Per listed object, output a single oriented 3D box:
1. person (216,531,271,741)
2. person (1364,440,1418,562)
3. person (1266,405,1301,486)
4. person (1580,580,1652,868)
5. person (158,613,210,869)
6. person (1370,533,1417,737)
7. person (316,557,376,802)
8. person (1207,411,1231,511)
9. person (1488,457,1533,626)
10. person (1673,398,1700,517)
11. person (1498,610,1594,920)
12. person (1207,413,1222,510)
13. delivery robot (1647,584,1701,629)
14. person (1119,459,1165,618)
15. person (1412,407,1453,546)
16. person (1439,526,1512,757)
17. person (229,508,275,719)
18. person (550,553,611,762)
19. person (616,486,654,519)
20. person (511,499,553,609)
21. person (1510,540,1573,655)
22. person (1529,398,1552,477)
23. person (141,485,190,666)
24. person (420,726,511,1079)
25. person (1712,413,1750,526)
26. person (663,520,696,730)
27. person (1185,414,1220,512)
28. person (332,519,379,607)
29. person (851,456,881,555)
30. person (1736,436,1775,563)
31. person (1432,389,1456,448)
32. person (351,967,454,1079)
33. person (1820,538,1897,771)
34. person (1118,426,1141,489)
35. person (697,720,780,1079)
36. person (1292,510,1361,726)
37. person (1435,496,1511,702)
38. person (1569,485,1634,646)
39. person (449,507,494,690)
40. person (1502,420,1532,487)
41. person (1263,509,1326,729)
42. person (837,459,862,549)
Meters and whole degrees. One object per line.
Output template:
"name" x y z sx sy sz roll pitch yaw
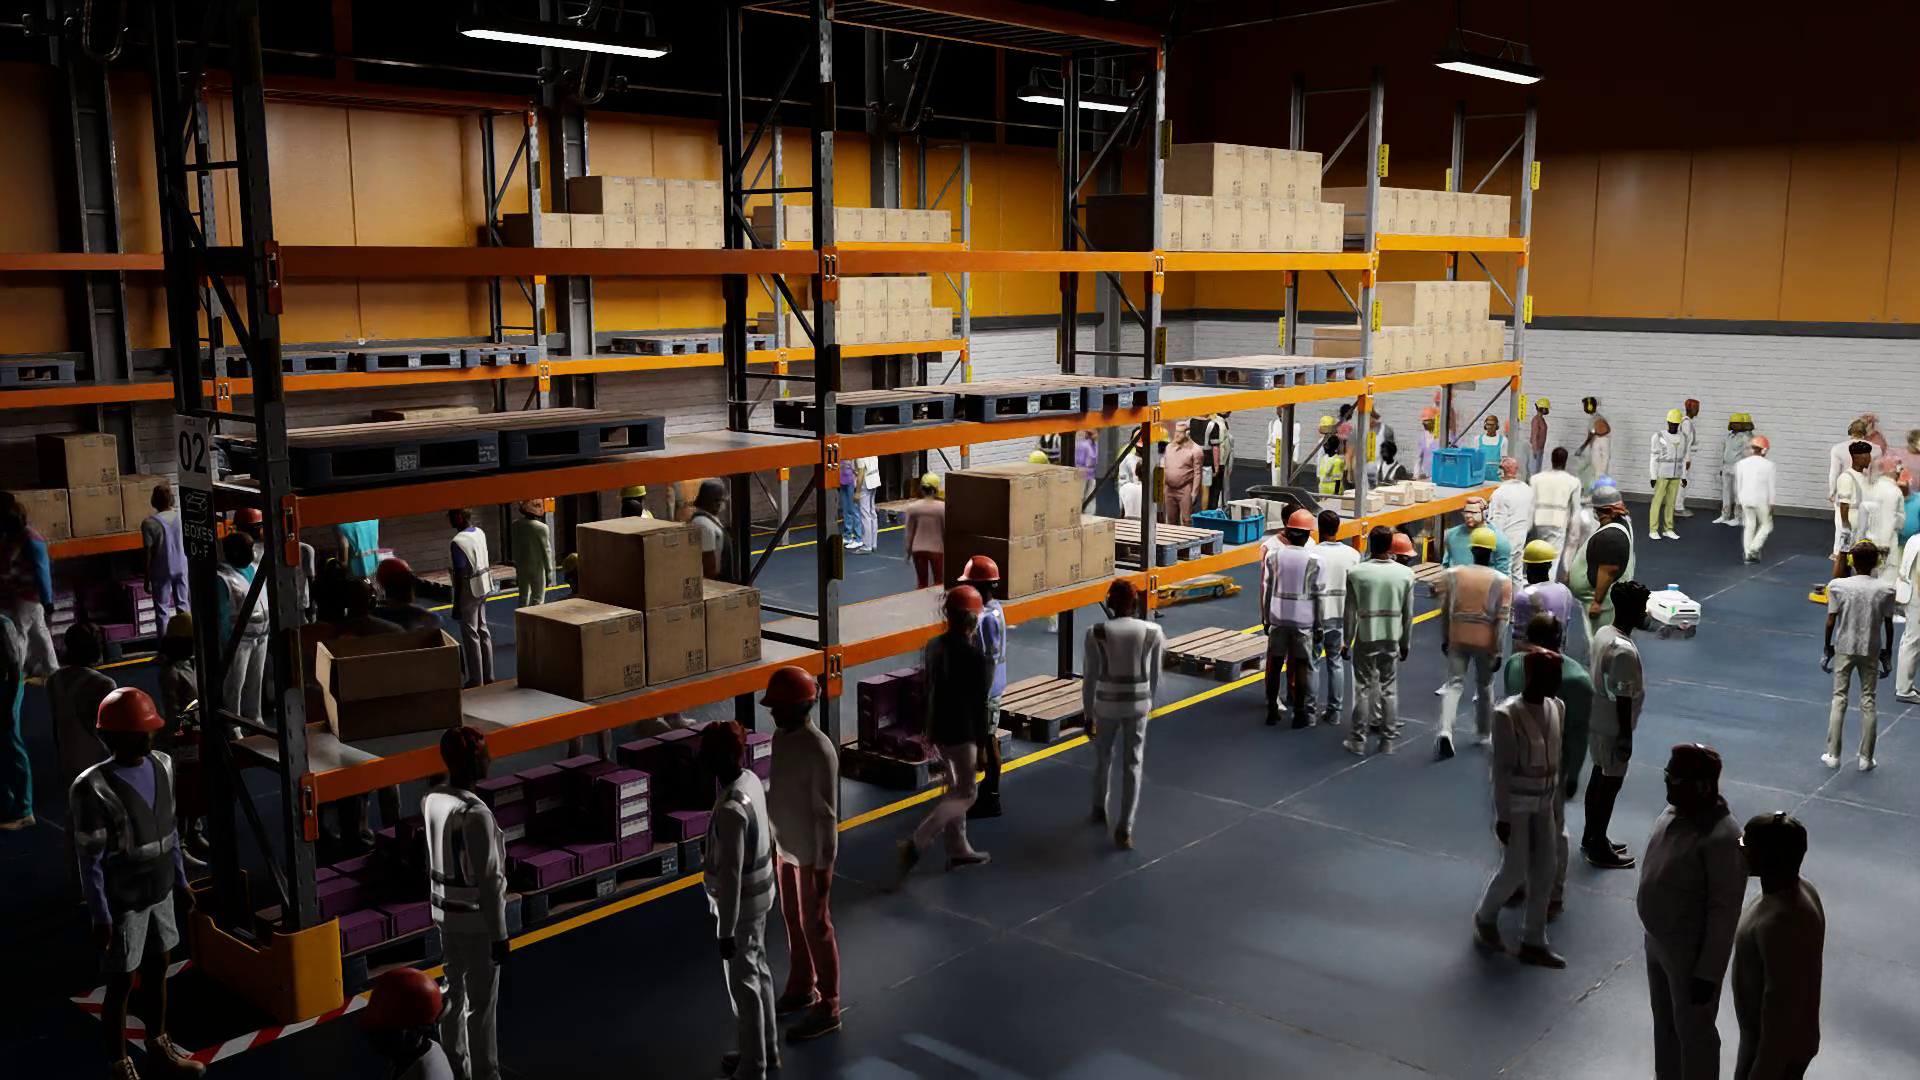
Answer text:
"person" -5.976 0.837 13.885 0.429 1.840 0.631 2 10 14
"person" 5.894 -0.534 22.601 0.795 1.661 0.529 -6 11 -34
"person" 5.089 -1.245 26.208 0.576 1.878 0.360 9 13 42
"person" 4.418 1.227 11.223 0.371 1.958 0.598 1 10 5
"person" -5.194 1.341 11.207 0.341 1.736 0.486 -1 10 -4
"person" 3.738 0.804 14.342 0.343 1.749 0.573 4 10 22
"person" -4.669 1.052 12.558 0.327 1.859 0.510 3 10 18
"person" 4.017 -1.217 25.726 0.412 1.986 0.619 0 10 -1
"person" 6.070 0.030 18.522 0.643 1.903 0.399 -8 12 -39
"person" 11.639 -1.325 26.665 0.349 1.882 0.577 3 10 19
"person" 3.600 1.380 10.352 0.358 1.938 0.634 -6 11 -34
"person" 4.123 -1.272 27.130 0.324 1.626 0.522 0 10 3
"delivery robot" 7.750 0.727 18.095 0.477 0.478 0.707 0 10 -2
"person" 2.074 -0.014 18.949 0.571 1.845 0.382 6 11 34
"person" 6.732 -0.910 23.832 0.947 1.992 0.617 -4 10 -21
"person" 4.225 0.837 13.765 0.596 1.896 0.868 5 11 29
"person" -6.282 0.632 14.863 0.387 1.928 0.548 3 10 16
"person" -3.021 0.978 13.270 0.522 1.768 0.313 -6 11 -33
"person" -3.211 0.339 16.644 0.408 1.918 0.584 -2 10 -9
"person" -4.521 0.325 17.597 0.506 1.624 0.288 5 11 27
"person" 4.491 0.955 12.969 0.582 1.919 0.400 -6 11 -32
"person" 9.861 -1.539 28.324 0.342 1.761 0.525 6 11 34
"person" -7.973 0.358 16.777 0.353 1.835 0.516 8 12 39
"person" -2.334 1.809 7.954 0.574 1.885 0.356 9 13 43
"person" 11.940 -1.093 25.689 0.284 1.746 0.491 -4 10 -21
"person" -2.479 0.745 14.500 0.438 1.814 0.626 -8 12 -39
"person" 3.700 -1.189 25.445 0.613 2.028 0.409 6 11 31
"person" -6.029 0.364 16.688 0.396 1.847 0.565 4 10 22
"person" -1.309 -0.709 23.090 0.391 1.848 0.563 3 10 19
"person" 10.741 -0.539 22.413 0.382 1.728 0.572 -6 11 -31
"person" 8.132 -1.571 27.911 0.497 1.957 0.650 4 10 21
"person" -1.831 2.268 5.589 0.323 1.755 0.563 -5 11 -25
"person" 7.182 0.916 13.340 0.547 1.869 0.344 4 10 24
"person" 2.551 -0.842 24.497 0.543 1.650 0.877 8 12 40
"person" -1.086 1.787 8.128 0.352 1.878 0.569 0 10 3
"person" 3.217 0.687 14.591 0.602 1.907 0.399 -3 10 -18
"person" 4.746 0.542 15.452 0.641 1.908 0.407 9 13 42
"person" 5.906 0.487 15.376 0.538 2.000 0.681 6 11 31
"person" -4.615 0.531 15.709 0.374 1.842 0.582 1 10 6
"person" 8.220 -0.923 24.711 0.572 1.726 0.379 -5 11 -25
"person" 2.923 0.690 14.538 0.548 1.924 0.394 4 10 25
"person" -1.598 -0.842 23.649 0.384 1.925 0.593 -6 11 -33
